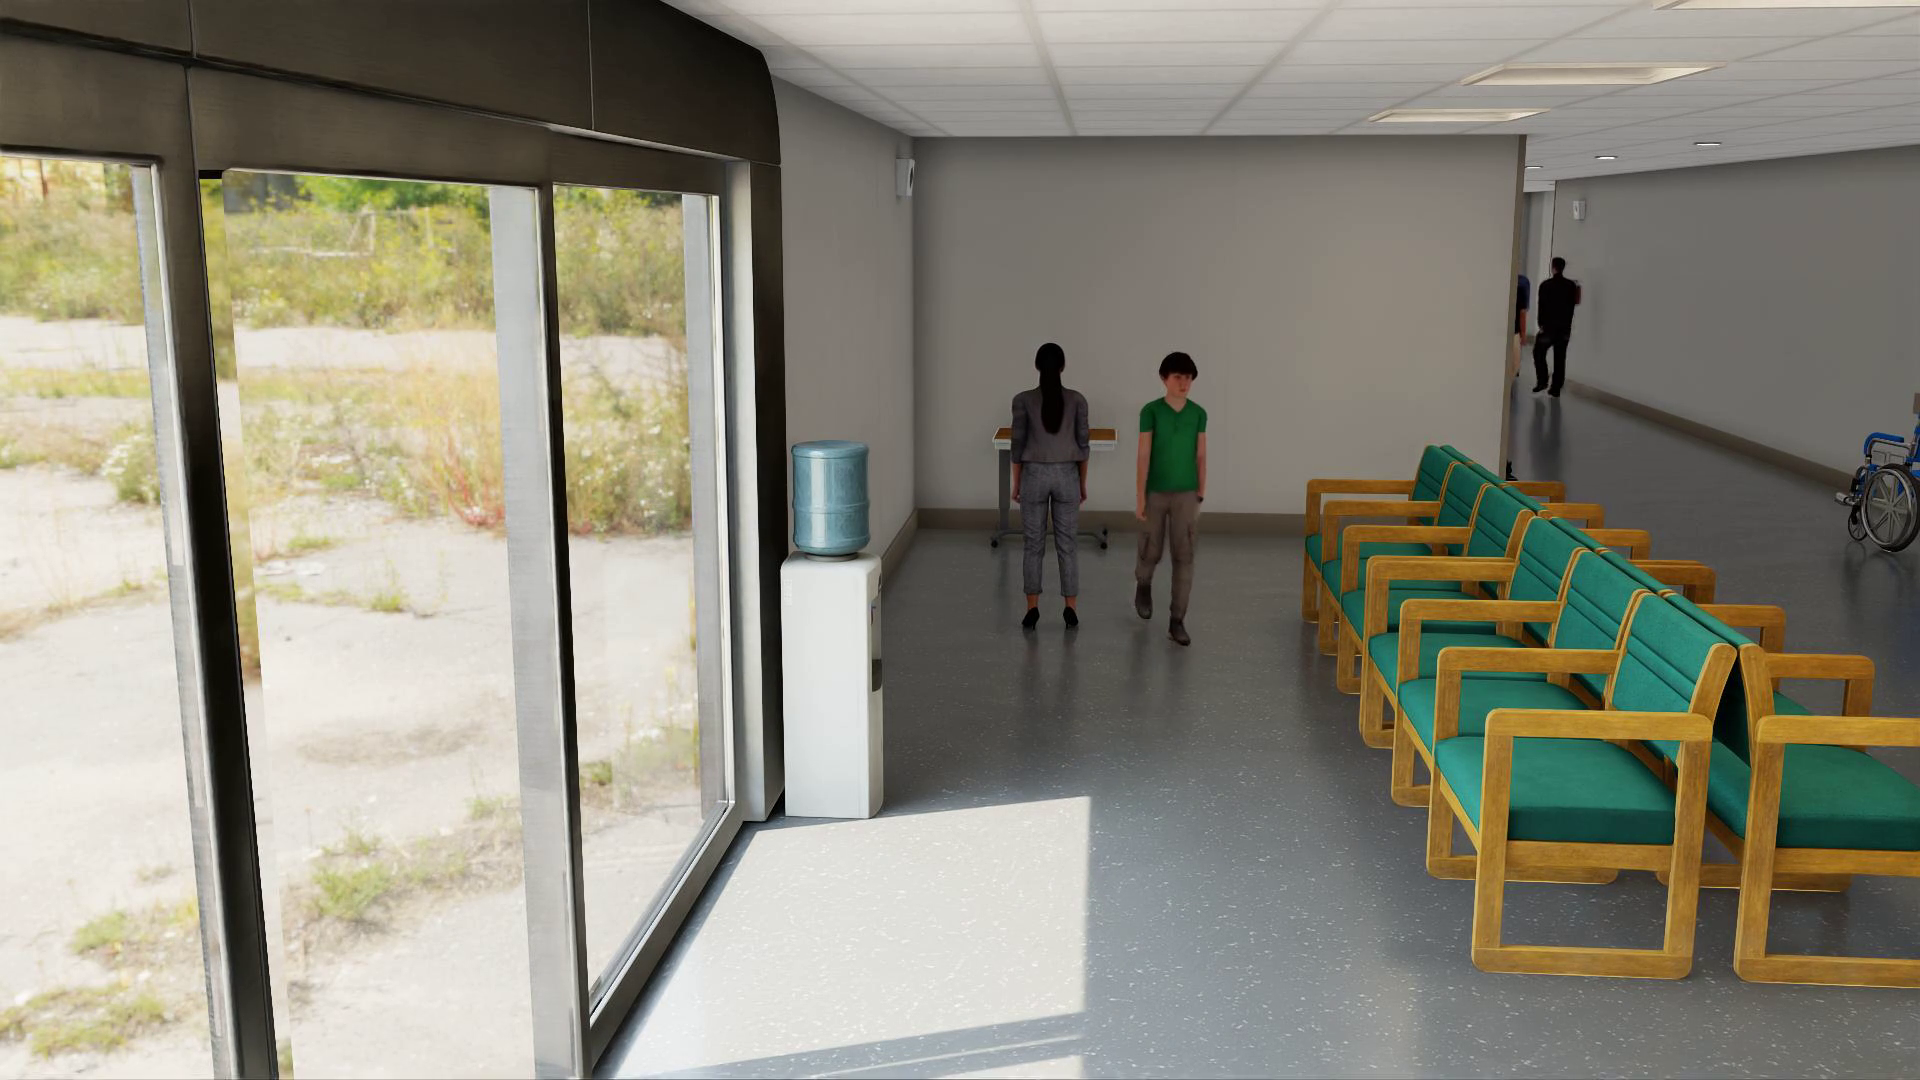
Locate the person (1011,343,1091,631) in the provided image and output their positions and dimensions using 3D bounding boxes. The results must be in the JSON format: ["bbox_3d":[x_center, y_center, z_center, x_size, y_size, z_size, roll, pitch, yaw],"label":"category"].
[{"bbox_3d":[0.523,-0.311,9.695,0.544,1.678,0.689,0,11,0],"label":"person"}]

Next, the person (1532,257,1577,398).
[{"bbox_3d":[8.183,-2.905,22.777,0.557,1.899,0.738,0,11,2],"label":"person"}]

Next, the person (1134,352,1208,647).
[{"bbox_3d":[1.167,-0.250,9.507,0.978,1.629,0.727,-1,11,-4],"label":"person"}]
